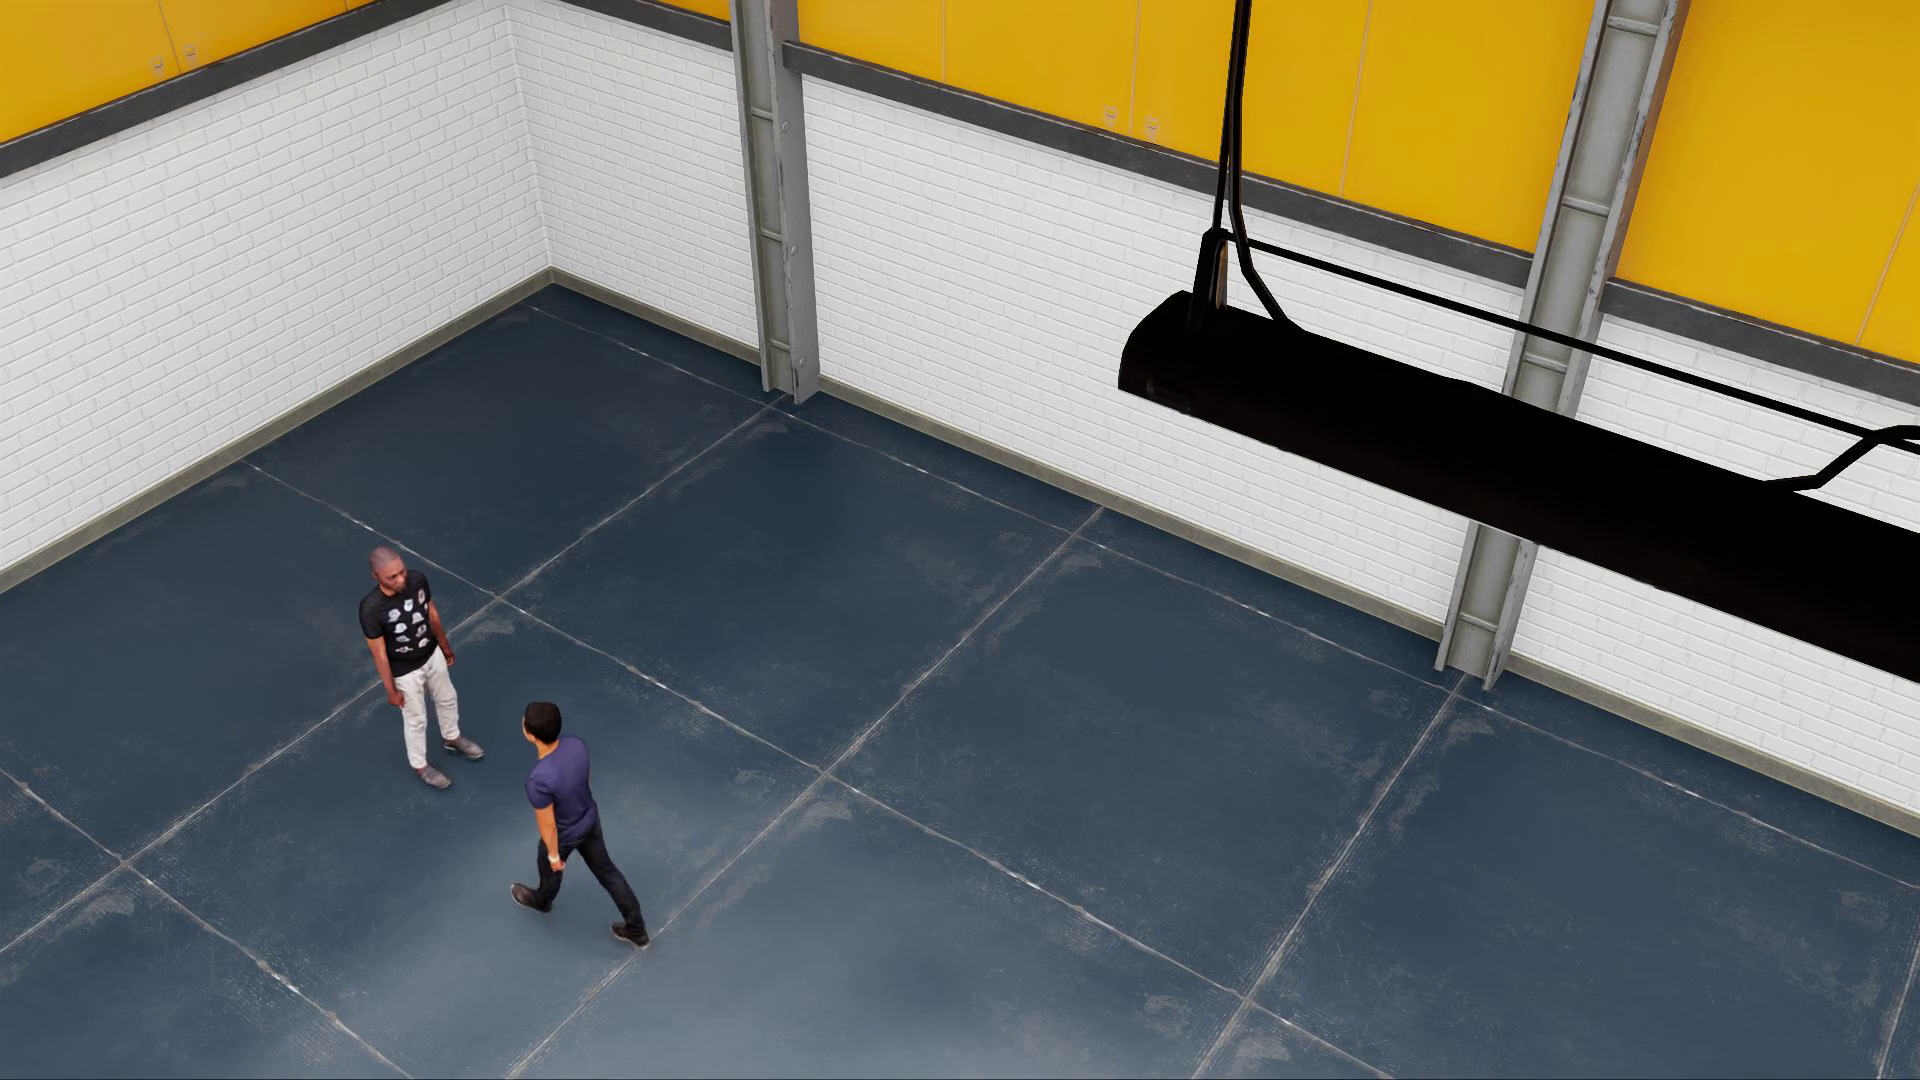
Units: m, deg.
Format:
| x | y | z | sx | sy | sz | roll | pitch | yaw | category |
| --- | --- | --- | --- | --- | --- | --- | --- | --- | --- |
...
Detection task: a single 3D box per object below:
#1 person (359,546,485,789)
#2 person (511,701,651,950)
| x | y | z | sx | sy | sz | roll | pitch | yaw | category |
| --- | --- | --- | --- | --- | --- | --- | --- | --- | --- |
| -3.329 | 0.741 | 10.106 | 0.596 | 1.797 | 0.668 | 20 | 43 | 23 | person |
| -2.050 | 1.605 | 9.070 | 1.188 | 1.740 | 0.775 | 18 | 42 | 21 | person |
